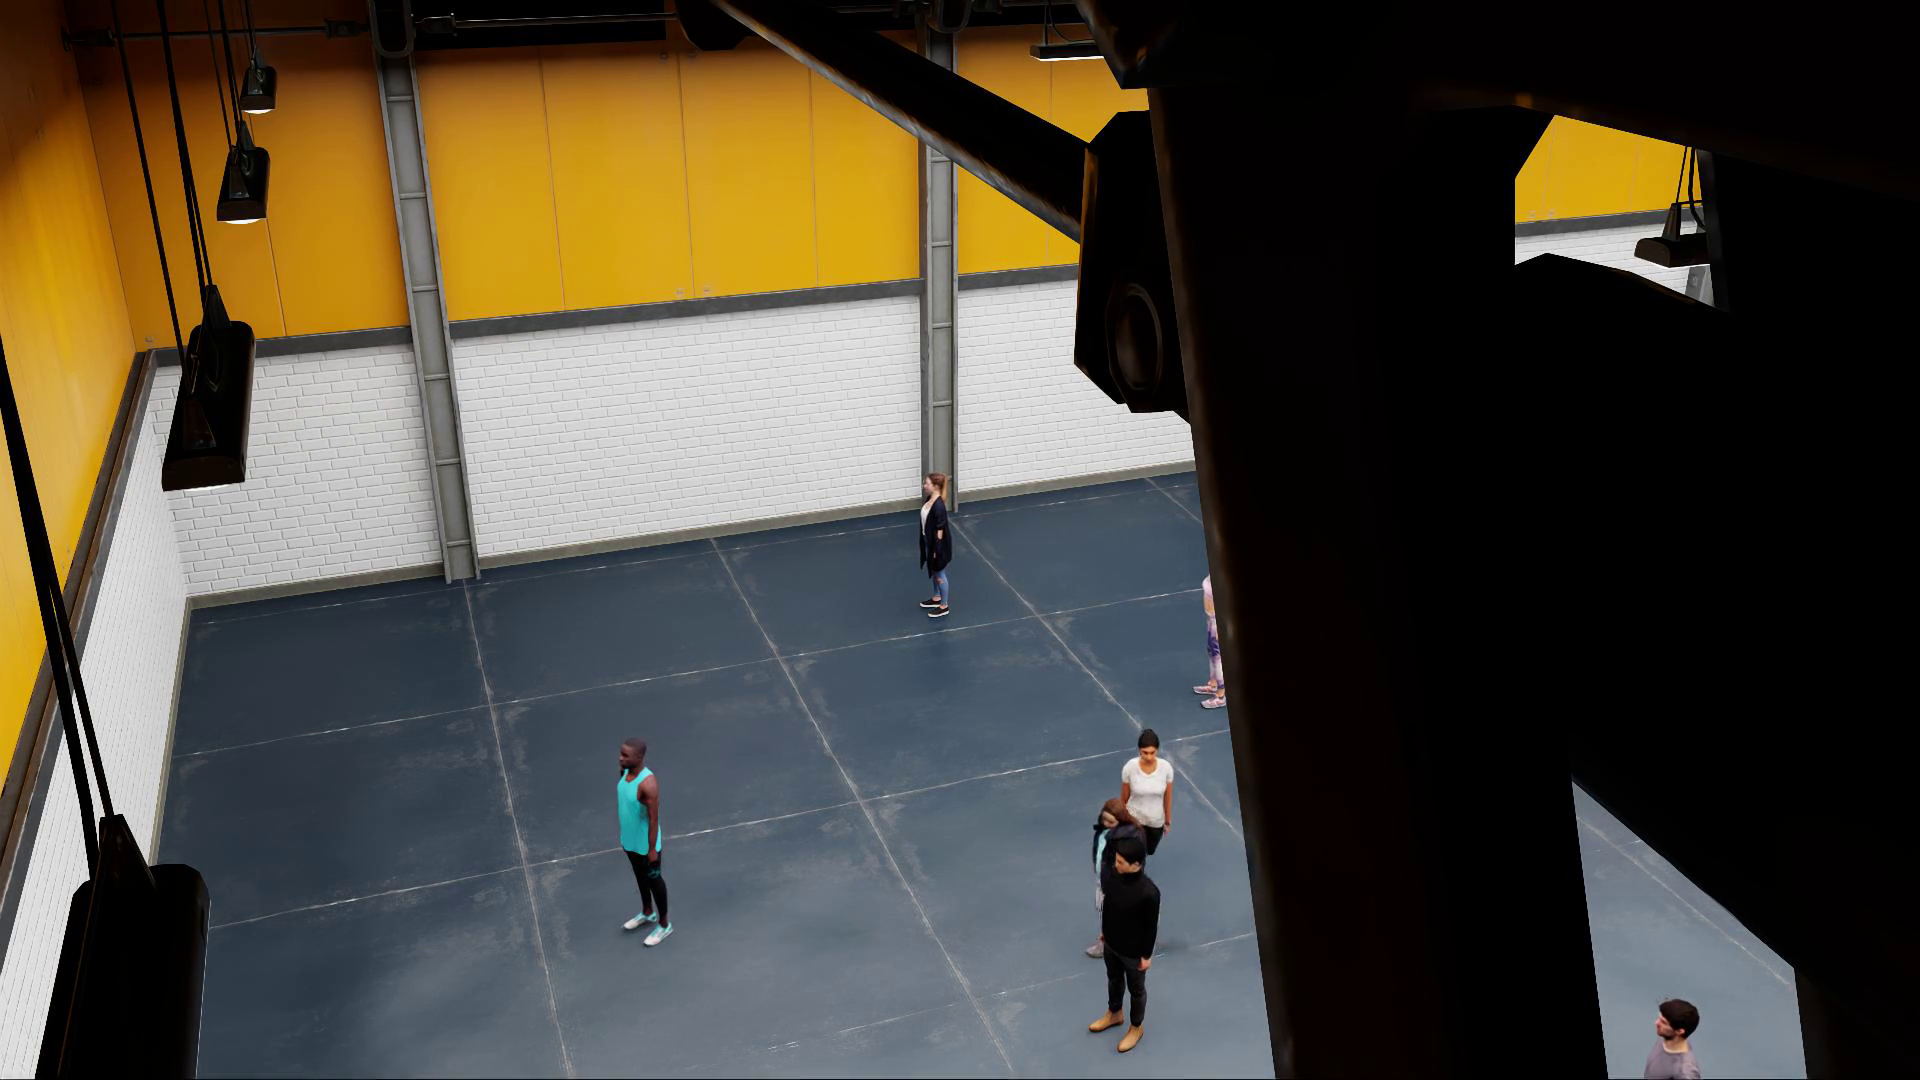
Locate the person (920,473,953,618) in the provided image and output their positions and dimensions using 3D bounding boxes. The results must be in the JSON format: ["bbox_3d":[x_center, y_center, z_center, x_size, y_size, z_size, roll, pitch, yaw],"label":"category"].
[{"bbox_3d":[-0.263,0.039,18.498,0.574,1.683,0.639,-6,24,-14],"label":"person"}]

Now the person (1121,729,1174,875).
[{"bbox_3d":[1.501,2.238,13.557,1.082,1.610,0.855,-1,24,-3],"label":"person"}]

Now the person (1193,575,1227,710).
[{"bbox_3d":[2.574,0.826,16.592,0.625,1.767,0.660,-1,24,-3],"label":"person"}]

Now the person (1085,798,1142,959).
[{"bbox_3d":[1.245,2.603,12.884,0.764,1.480,0.639,-4,24,-8],"label":"person"}]

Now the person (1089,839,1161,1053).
[{"bbox_3d":[1.205,2.867,11.979,0.658,1.722,0.710,-18,29,-35],"label":"person"}]

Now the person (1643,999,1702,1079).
[{"bbox_3d":[4.315,3.580,10.195,0.736,1.845,0.748,4,24,9],"label":"person"}]

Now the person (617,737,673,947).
[{"bbox_3d":[-2.488,2.340,13.074,0.648,1.811,0.682,-19,30,-37],"label":"person"}]
